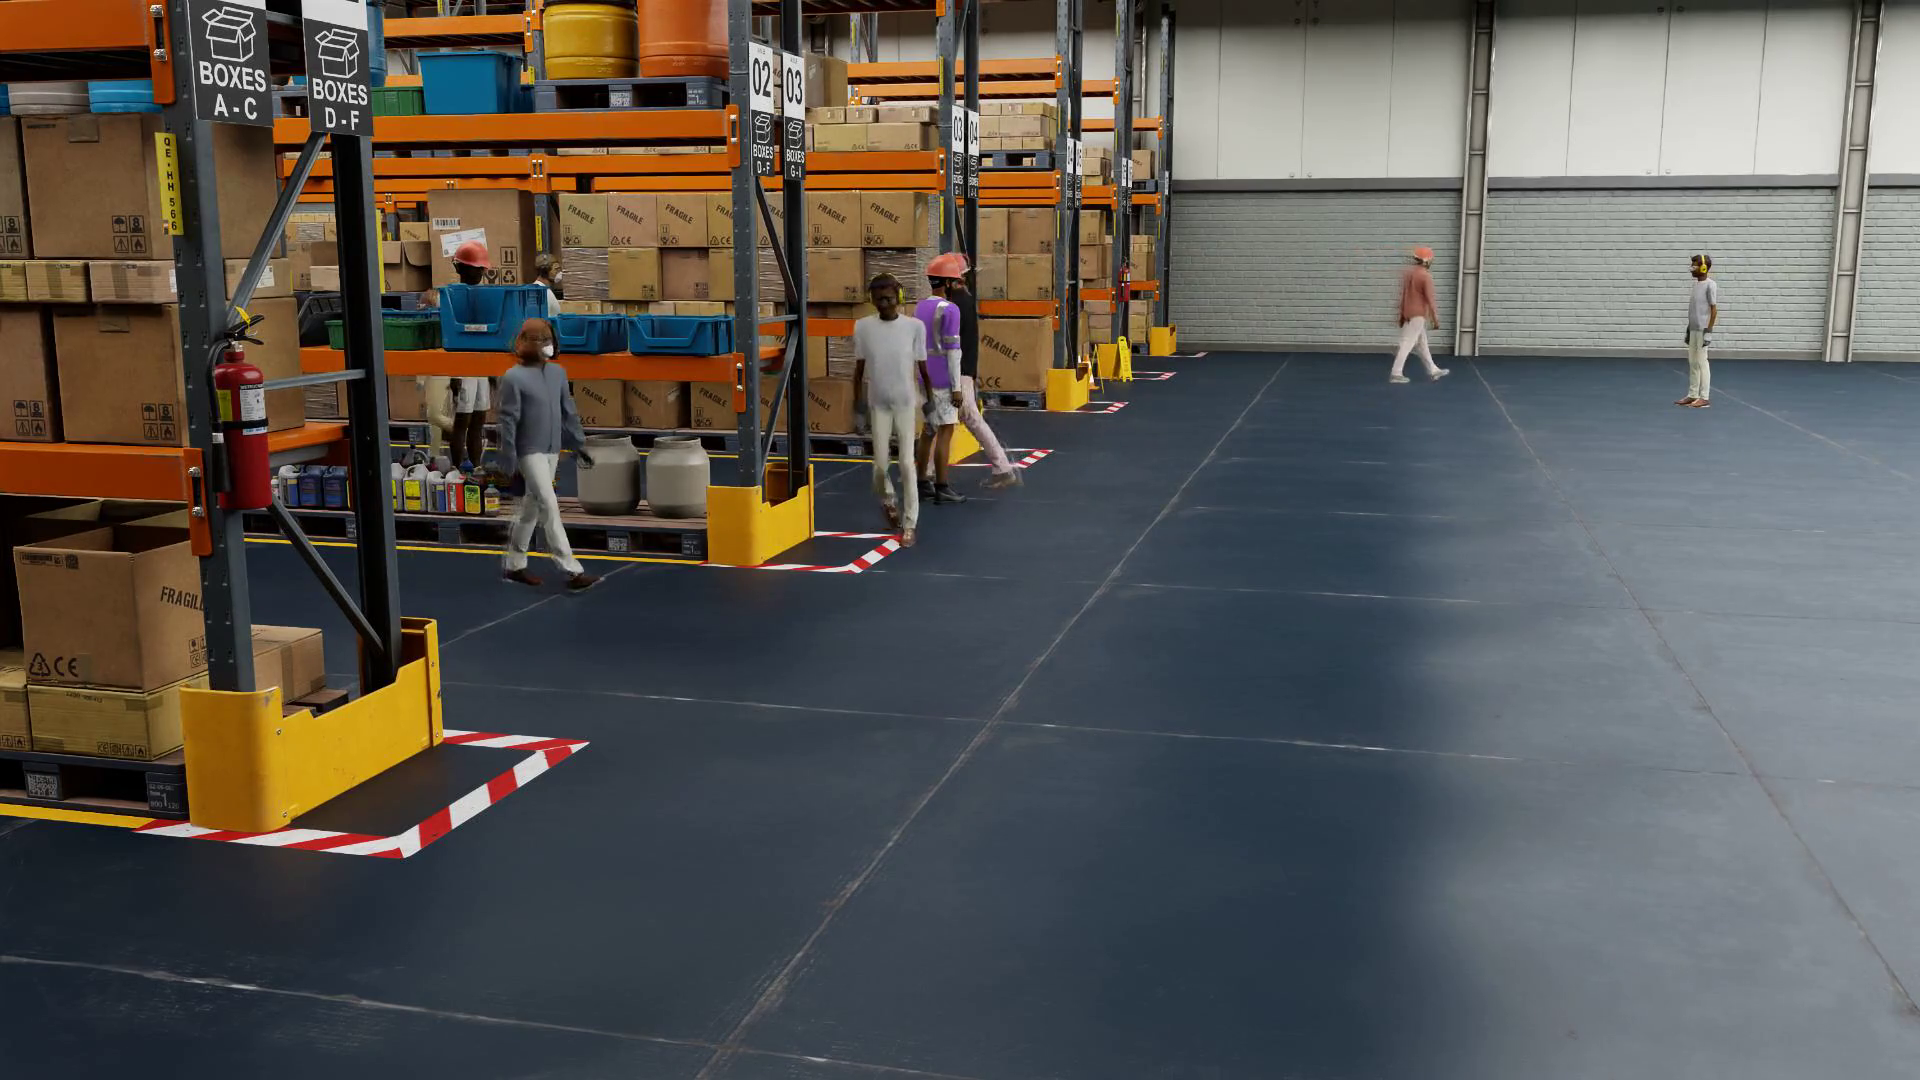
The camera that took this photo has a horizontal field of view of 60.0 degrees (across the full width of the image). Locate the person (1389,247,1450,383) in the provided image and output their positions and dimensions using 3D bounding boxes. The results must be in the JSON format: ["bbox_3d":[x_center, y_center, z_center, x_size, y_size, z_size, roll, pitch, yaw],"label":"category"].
[{"bbox_3d":[6.634,-3.226,23.905,1.037,1.933,0.645,-2,11,-13],"label":"person"}]

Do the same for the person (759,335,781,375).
[{"bbox_3d":[-1.966,-1.955,17.391,0.802,1.731,0.557,3,11,15],"label":"person"}]

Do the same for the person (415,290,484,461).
[{"bbox_3d":[-4.562,-1.414,14.771,0.640,1.602,0.525,2,10,10],"label":"person"}]

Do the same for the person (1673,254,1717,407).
[{"bbox_3d":[9.065,-2.555,20.403,0.313,1.858,0.528,-1,10,-4],"label":"person"}]

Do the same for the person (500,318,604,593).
[{"bbox_3d":[-2.380,-0.486,9.666,0.836,1.589,0.519,5,11,24],"label":"person"}]

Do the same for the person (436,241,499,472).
[{"bbox_3d":[-3.885,-1.361,13.298,0.392,2.033,0.605,3,11,14],"label":"person"}]

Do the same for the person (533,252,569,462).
[{"bbox_3d":[-3.830,-1.679,15.363,0.374,1.931,0.625,-3,11,-16],"label":"person"}]

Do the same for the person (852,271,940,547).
[{"bbox_3d":[-0.431,-0.894,11.250,0.608,1.845,0.582,0,10,0],"label":"person"}]

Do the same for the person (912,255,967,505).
[{"bbox_3d":[-0.144,-1.237,12.921,0.382,1.930,0.540,-6,12,-31],"label":"person"}]

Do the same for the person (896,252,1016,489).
[{"bbox_3d":[0.008,-1.381,13.666,1.015,1.950,0.632,1,10,7],"label":"person"}]
